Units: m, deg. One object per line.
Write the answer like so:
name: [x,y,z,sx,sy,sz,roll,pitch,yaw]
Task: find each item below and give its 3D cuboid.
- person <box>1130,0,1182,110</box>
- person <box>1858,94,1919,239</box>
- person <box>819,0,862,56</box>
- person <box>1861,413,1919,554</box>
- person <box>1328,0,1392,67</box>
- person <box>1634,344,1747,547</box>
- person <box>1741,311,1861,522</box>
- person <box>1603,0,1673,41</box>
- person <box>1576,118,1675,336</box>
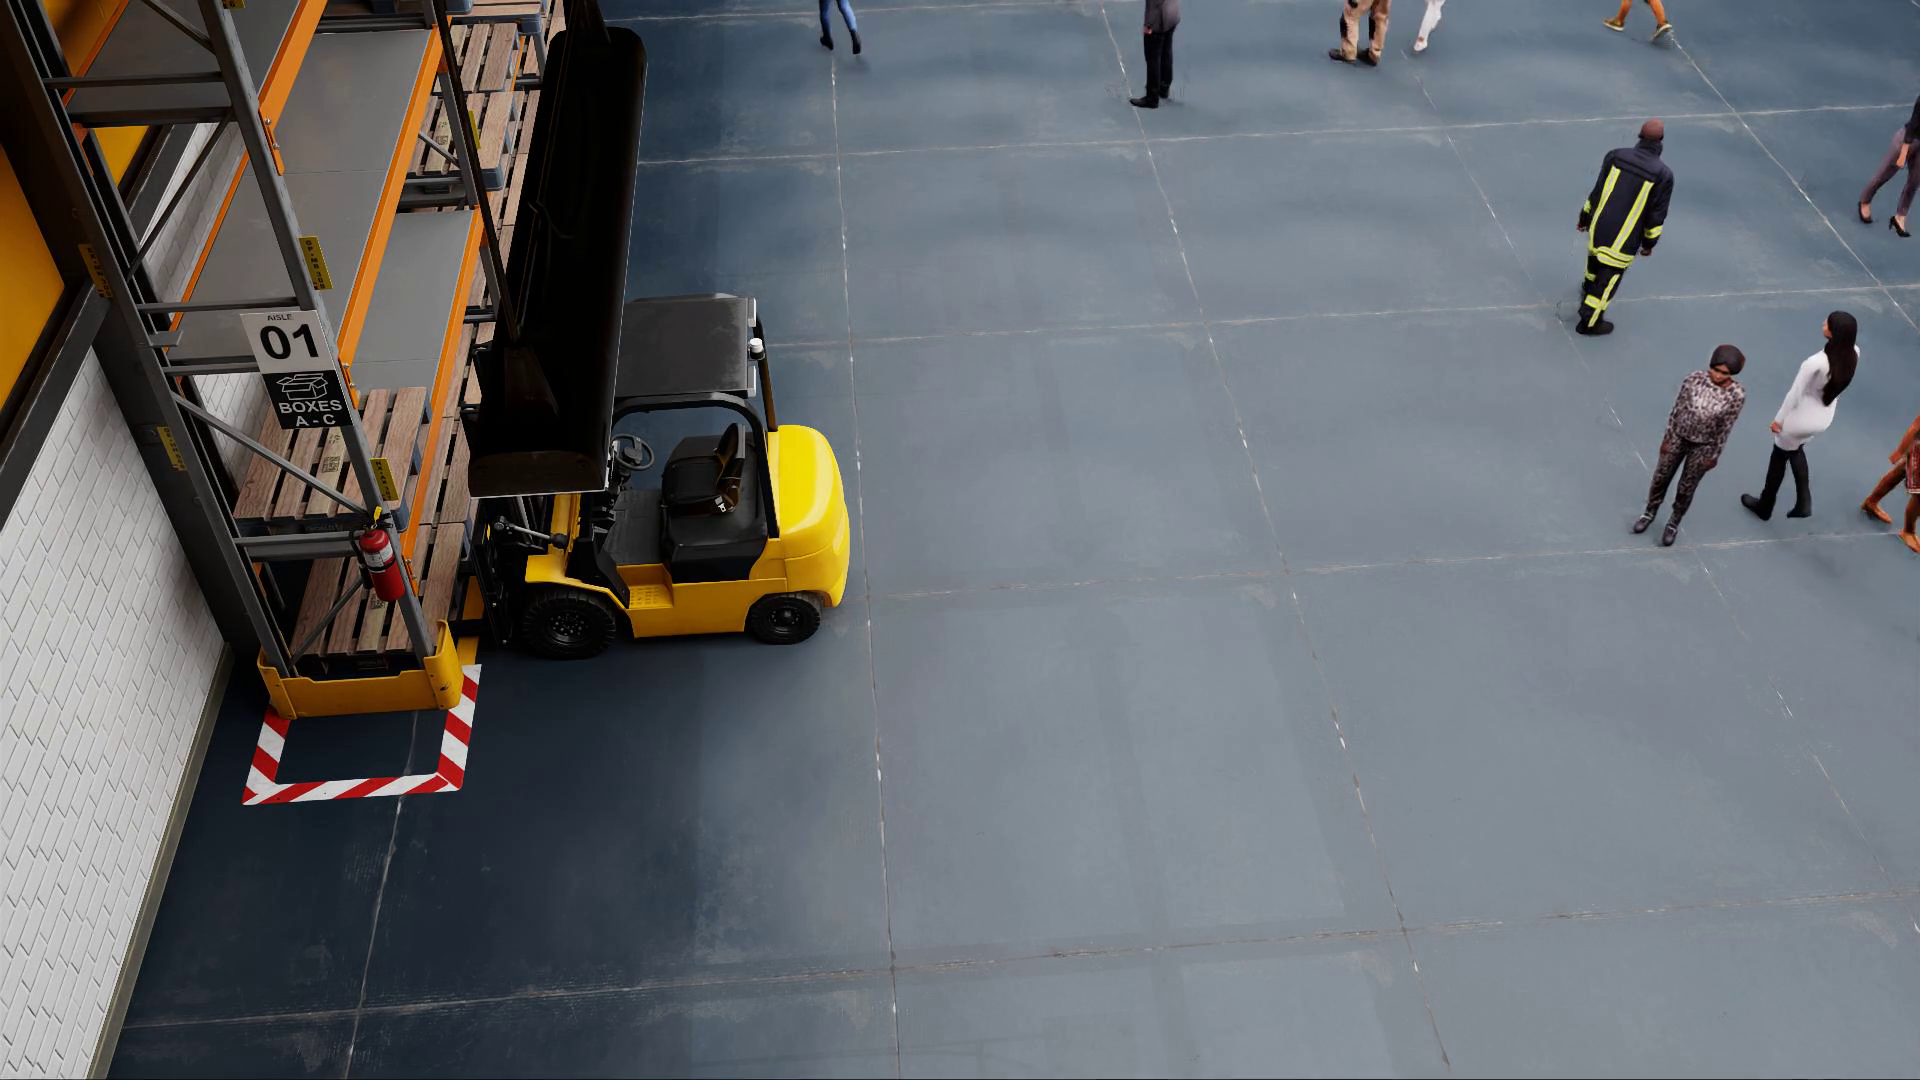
person: [1.954,-5.105,16.147,0.864,1.842,0.767,23,48,22]
person: [8.252,-3.482,14.588,0.827,1.642,0.915,-24,48,-23]
person: [-1.255,-5.692,16.929,0.848,1.614,1.026,-23,48,-22]
person: [6.726,-0.702,11.687,0.910,1.620,0.973,-24,48,-23]
person: [4.224,-5.602,16.681,0.894,1.826,0.955,-31,52,-28]
person: [5.101,-0.672,11.589,0.660,1.712,0.718,29,51,27]
person: [5.981,-0.786,11.649,0.735,1.794,0.830,-14,45,-15]
person: [7.222,-5.910,17.284,0.820,1.439,1.016,-26,49,-24]
person: [5.300,-2.522,13.485,1.250,1.775,1.203,-31,52,-28]
